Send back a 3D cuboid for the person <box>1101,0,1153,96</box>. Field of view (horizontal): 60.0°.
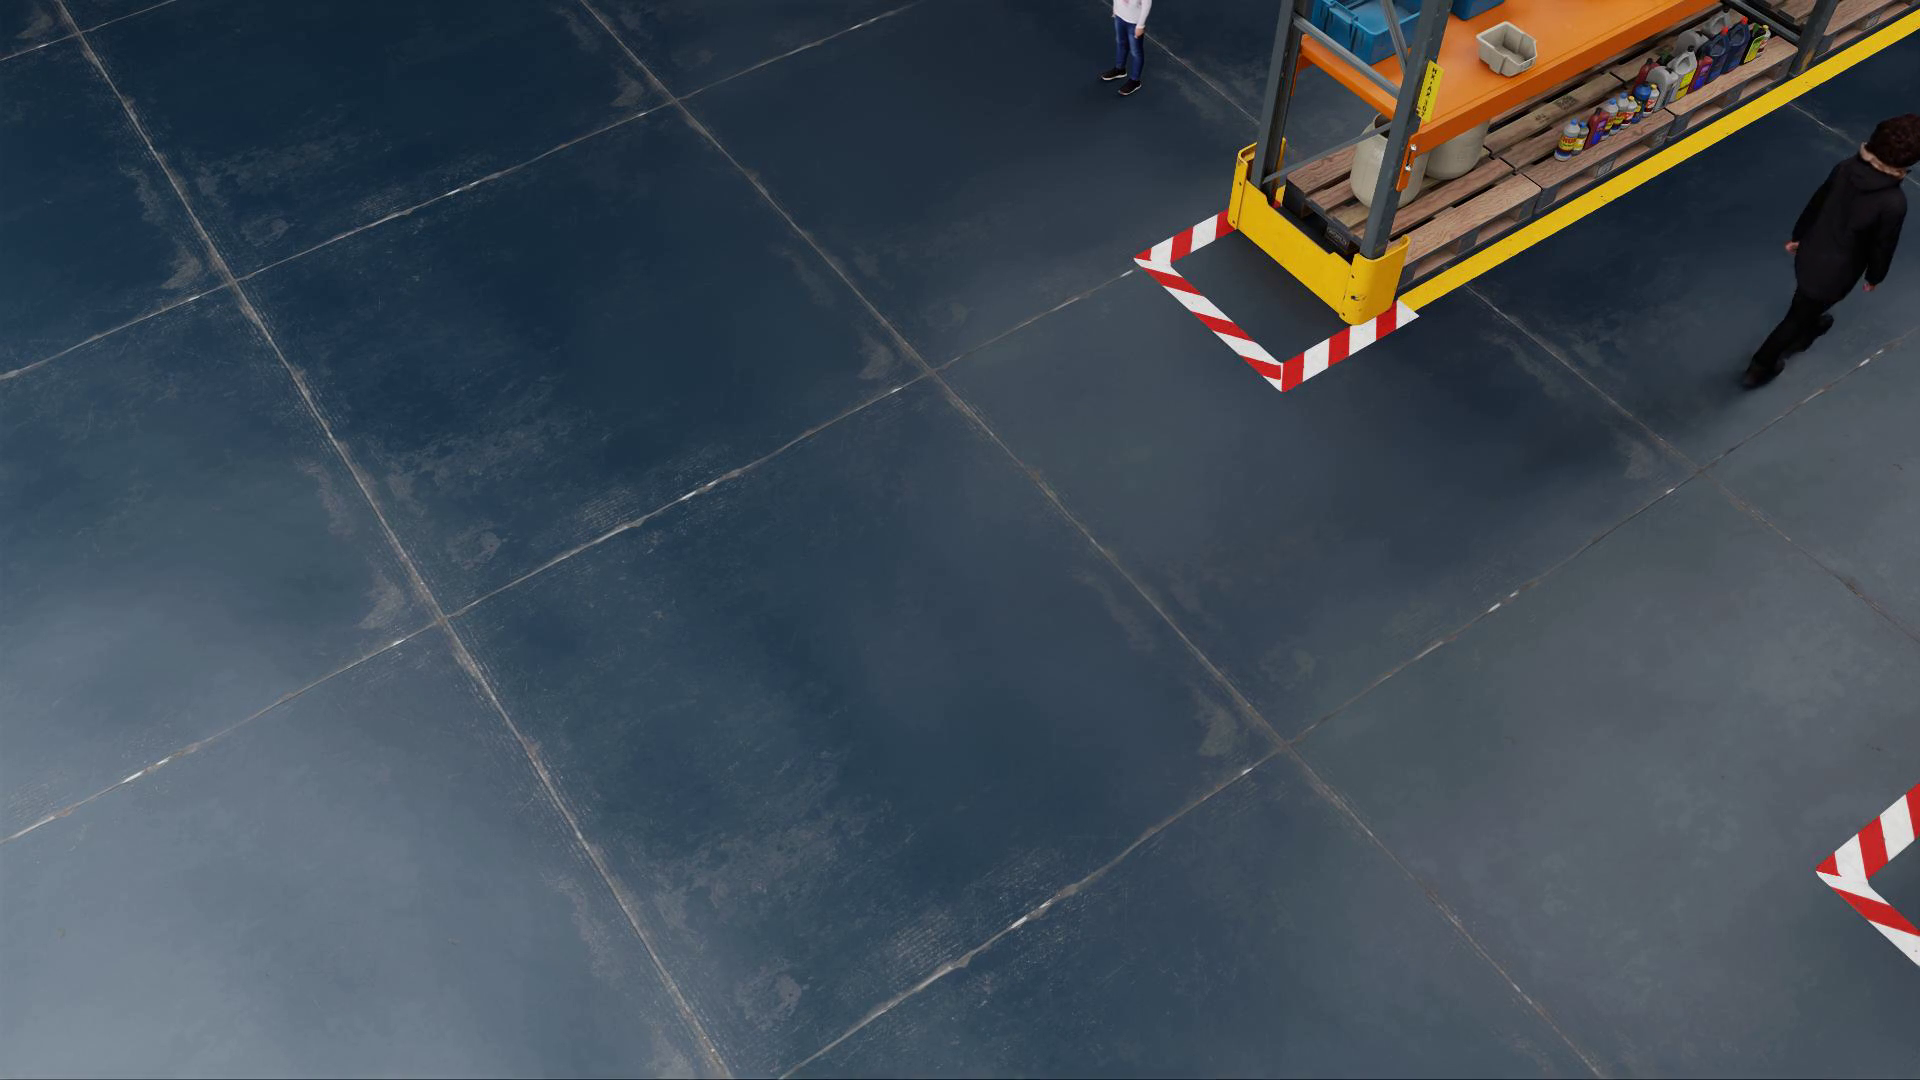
[{"bbox_3d":[1.102,-3.386,10.648,0.462,1.110,0.443,-27,57,-20],"label":"person"}]

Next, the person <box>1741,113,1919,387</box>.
[{"bbox_3d":[4.520,-1.452,8.745,0.996,1.751,0.755,-20,55,-15],"label":"person"}]
